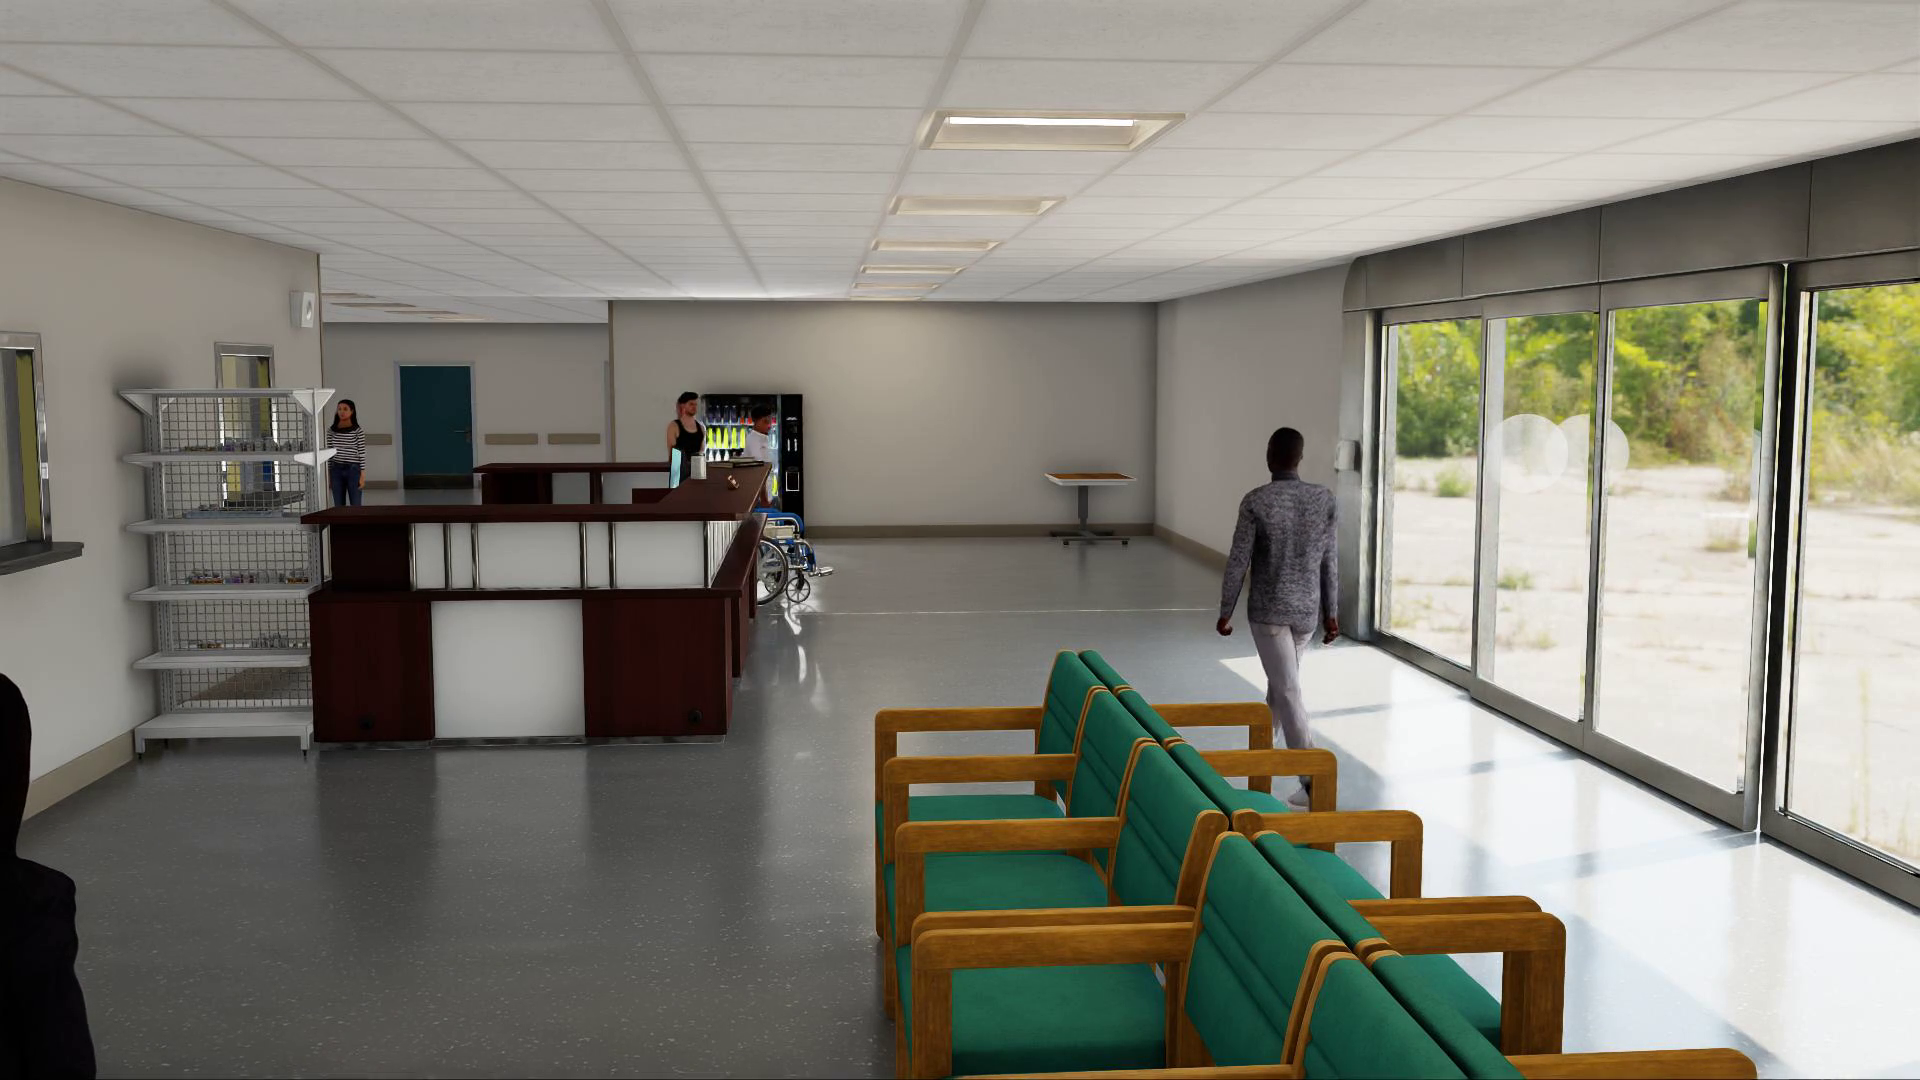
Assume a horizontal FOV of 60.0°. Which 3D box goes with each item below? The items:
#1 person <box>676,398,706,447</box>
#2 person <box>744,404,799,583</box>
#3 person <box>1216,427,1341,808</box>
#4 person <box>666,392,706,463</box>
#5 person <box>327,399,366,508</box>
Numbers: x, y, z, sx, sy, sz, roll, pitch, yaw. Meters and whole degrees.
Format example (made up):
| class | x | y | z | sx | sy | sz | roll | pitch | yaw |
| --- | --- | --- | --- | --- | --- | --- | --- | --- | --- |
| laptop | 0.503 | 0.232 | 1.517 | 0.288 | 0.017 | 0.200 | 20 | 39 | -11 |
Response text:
| class | x | y | z | sx | sy | sz | roll | pitch | yaw |
| --- | --- | --- | --- | --- | --- | --- | --- | --- | --- |
| person | -3.095 | -0.782 | 19.719 | 0.928 | 1.790 | 0.833 | 1 | 6 | 10 |
| person | -2.025 | -0.404 | 16.078 | 1.071 | 1.768 | 0.697 | -1 | 6 | -6 |
| person | 1.590 | 0.401 | 7.961 | 1.189 | 1.792 | 0.985 | -2 | 6 | -20 |
| person | -3.072 | -0.662 | 18.289 | 1.198 | 1.840 | 1.134 | -4 | 7 | -37 |
| person | -6.979 | -0.705 | 18.933 | 0.434 | 1.796 | 0.652 | 0 | 6 | 0 |
